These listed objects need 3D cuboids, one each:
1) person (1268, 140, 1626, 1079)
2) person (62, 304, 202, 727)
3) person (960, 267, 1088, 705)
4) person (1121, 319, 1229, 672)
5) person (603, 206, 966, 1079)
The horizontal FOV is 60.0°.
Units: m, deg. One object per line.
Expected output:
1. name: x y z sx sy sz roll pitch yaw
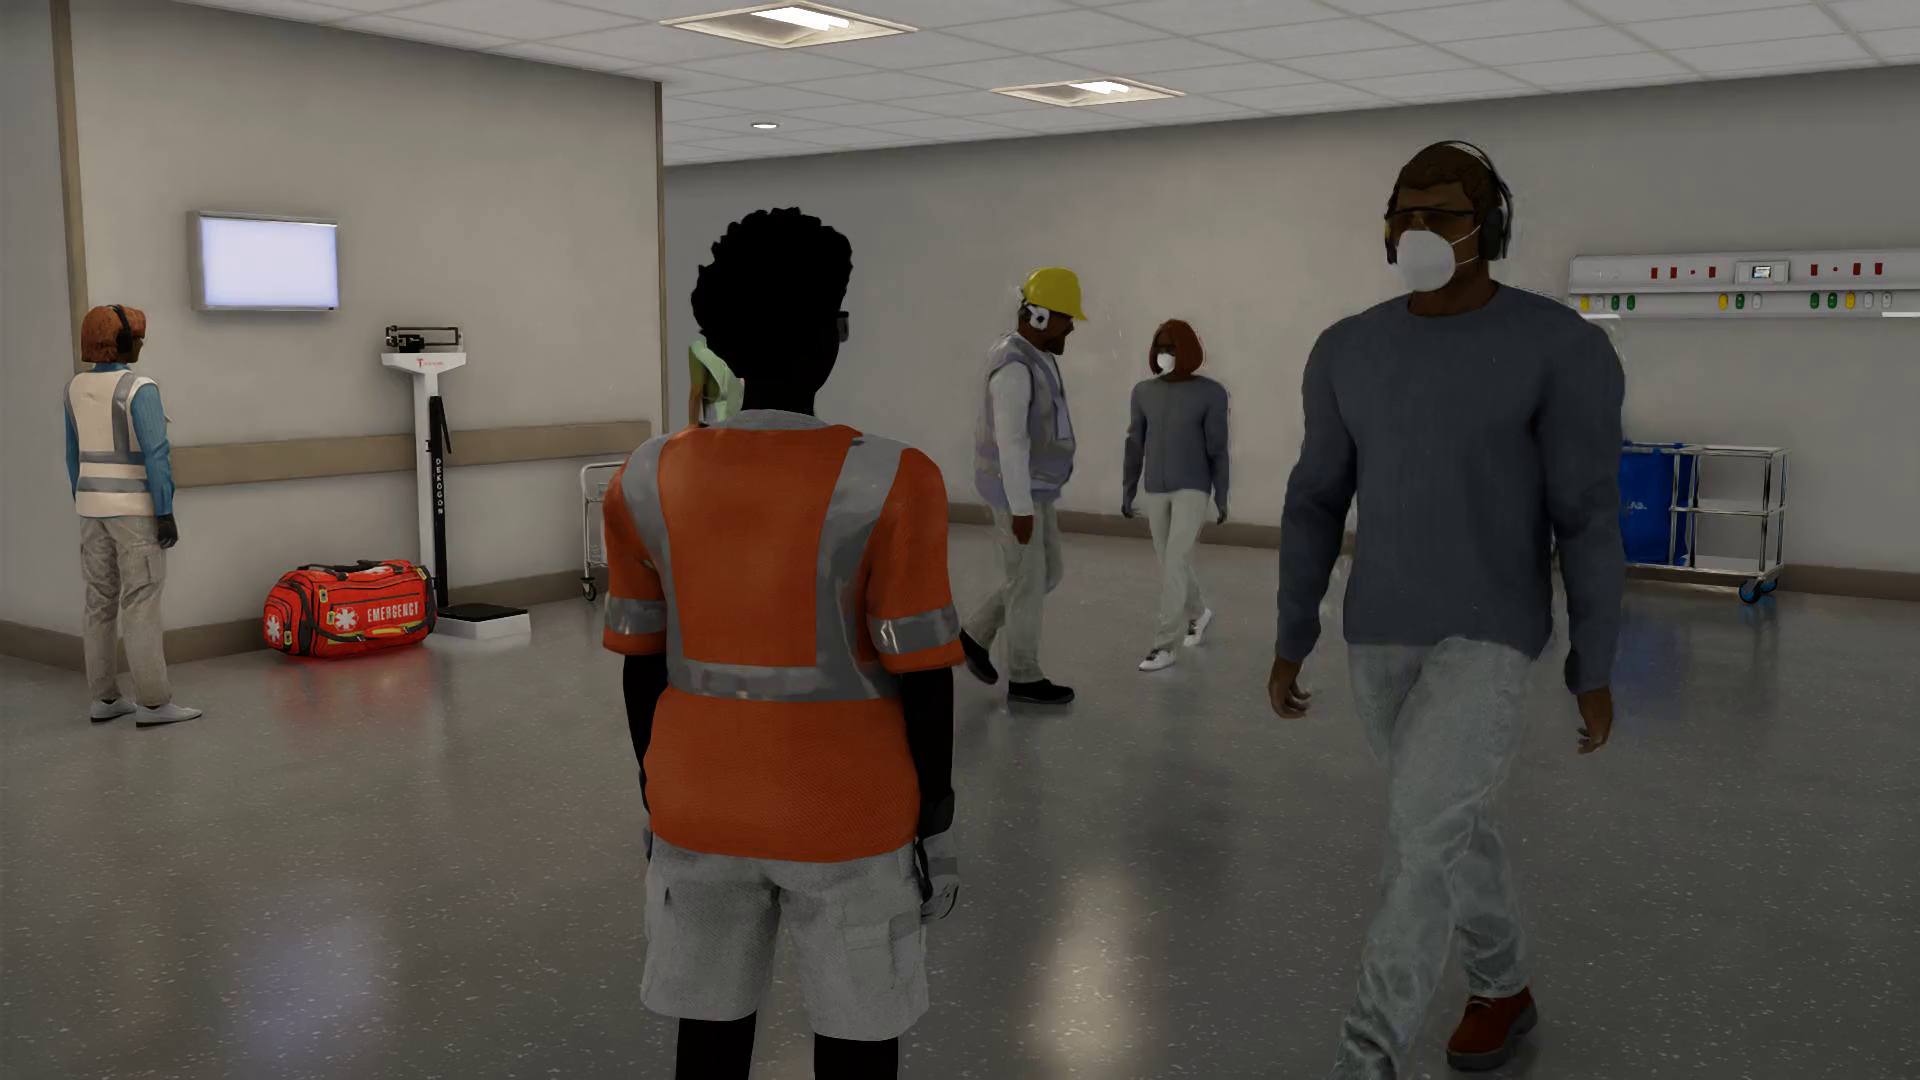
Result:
1. person: 0.908 0.196 3.211 1.042 1.888 0.648 -7 10 -43
2. person: -3.256 -0.091 6.476 0.513 1.641 0.309 3 8 24
3. person: 0.250 -0.203 6.777 0.558 1.794 0.635 2 7 13
4. person: 1.030 -0.232 7.777 0.511 1.601 0.818 5 9 36
5. person: -0.240 0.395 2.336 0.535 1.700 0.318 3 8 19
